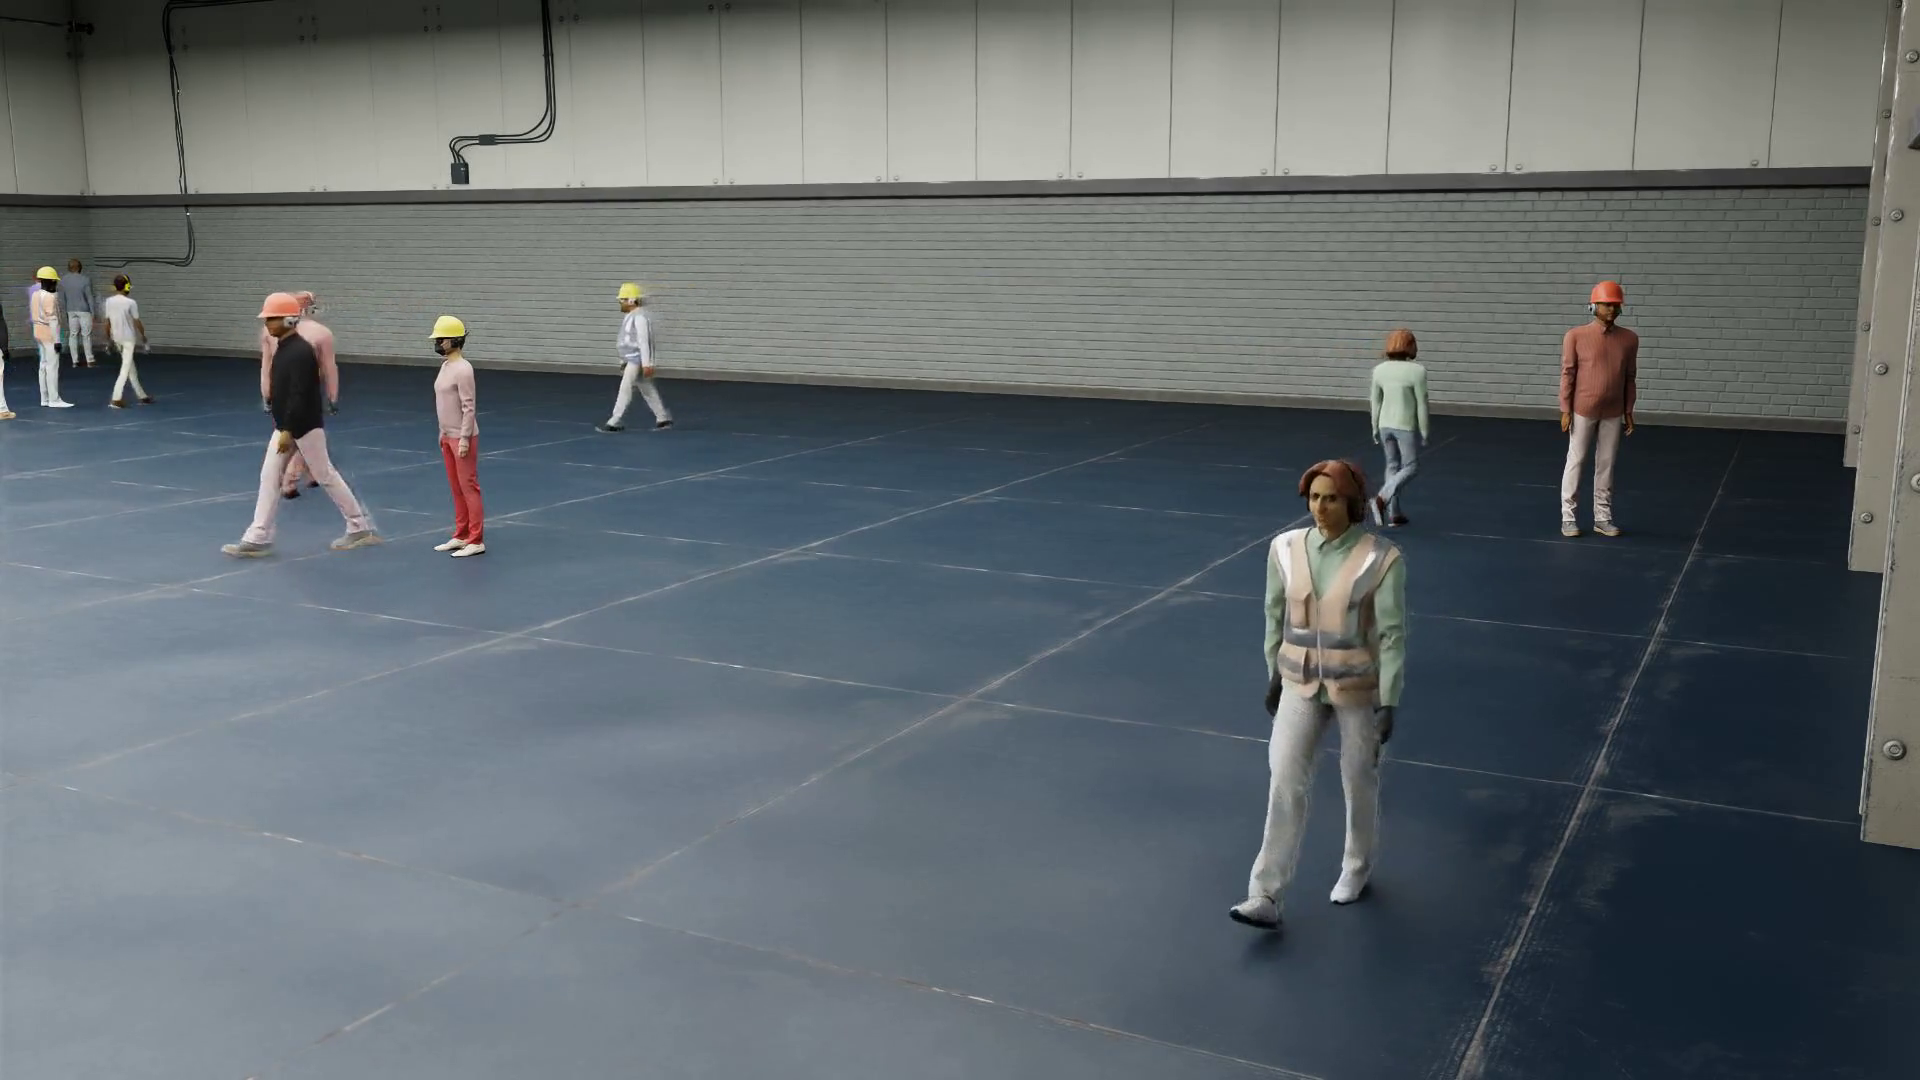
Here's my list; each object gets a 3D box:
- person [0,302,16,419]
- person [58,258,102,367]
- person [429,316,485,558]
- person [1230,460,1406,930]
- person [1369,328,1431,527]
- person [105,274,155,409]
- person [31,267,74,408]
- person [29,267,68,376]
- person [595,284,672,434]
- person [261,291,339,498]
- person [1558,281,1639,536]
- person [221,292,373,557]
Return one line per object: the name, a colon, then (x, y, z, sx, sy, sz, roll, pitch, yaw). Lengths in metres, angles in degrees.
person: (-12.478, -2.459, 21.298, 0.633, 1.841, 0.429, 1, 10, 3)
person: (-15.726, -4.049, 29.704, 0.631, 1.940, 0.372, 1, 10, 4)
person: (-3.712, -0.759, 12.237, 0.308, 1.769, 0.525, -8, 13, -36)
person: (1.226, 0.531, 5.630, 0.541, 1.591, 0.831, 7, 13, 34)
person: (3.478, -0.884, 13.294, 0.611, 1.614, 0.513, -8, 13, -38)
person: (-11.415, -2.711, 22.776, 0.524, 1.827, 0.967, 4, 11, 19)
person: (-12.445, -2.769, 22.760, 0.594, 1.922, 0.384, 9, 14, 41)
person: (-15.127, -3.603, 27.581, 0.562, 1.830, 0.449, 3, 11, 16)
person: (-3.886, -2.158, 19.832, 0.941, 1.782, 0.618, -4, 11, -20)
person: (-5.992, -1.334, 15.181, 0.649, 1.839, 1.048, 1, 10, 7)
person: (4.992, -1.019, 13.020, 0.611, 1.997, 0.375, -1, 10, -5)
person: (-4.887, -0.844, 12.247, 1.067, 1.945, 0.613, -10, 14, -43)
